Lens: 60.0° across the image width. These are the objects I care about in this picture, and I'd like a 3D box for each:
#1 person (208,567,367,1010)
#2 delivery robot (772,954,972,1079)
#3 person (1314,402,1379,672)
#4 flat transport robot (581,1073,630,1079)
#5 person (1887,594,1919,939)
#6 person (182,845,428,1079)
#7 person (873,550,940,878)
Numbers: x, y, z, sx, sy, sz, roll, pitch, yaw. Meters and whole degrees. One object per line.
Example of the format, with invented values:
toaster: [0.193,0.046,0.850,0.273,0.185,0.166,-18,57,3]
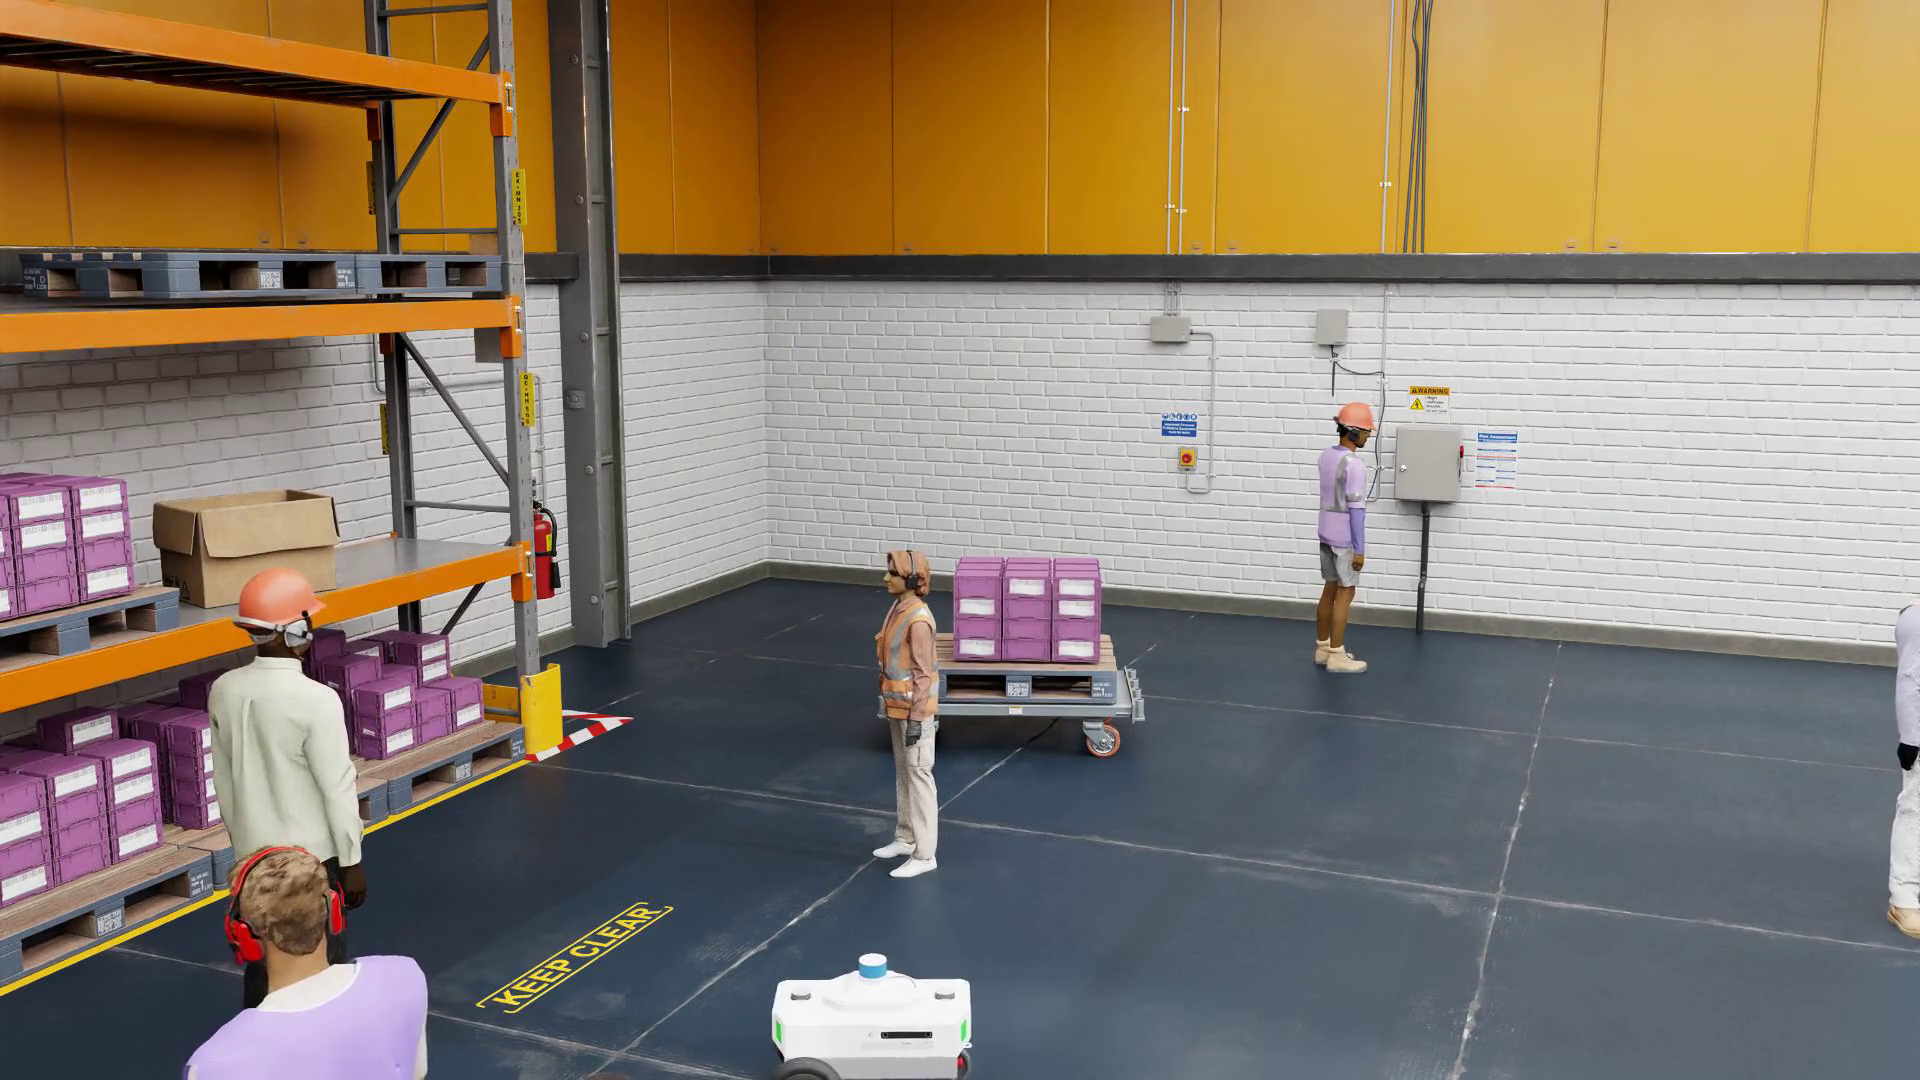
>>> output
person: [-2.338,1.083,5.853,0.612,1.997,0.375,4,10,24]
delivery robot: [-0.310,1.734,5.983,0.707,0.478,0.477,0,9,-1]
person: [2.889,-0.017,12.432,0.405,2.030,0.612,-2,10,-13]
flat transport robot: [-0.900,2.057,5.168,0.652,0.197,1.431,-2,10,-10]
person: [4.531,0.884,7.533,0.624,1.844,0.430,-2,10,-11]
person: [-1.346,1.545,3.537,0.388,1.837,0.563,5,11,30]
person: [-0.256,0.853,8.312,0.309,1.645,0.515,-3,10,-16]
